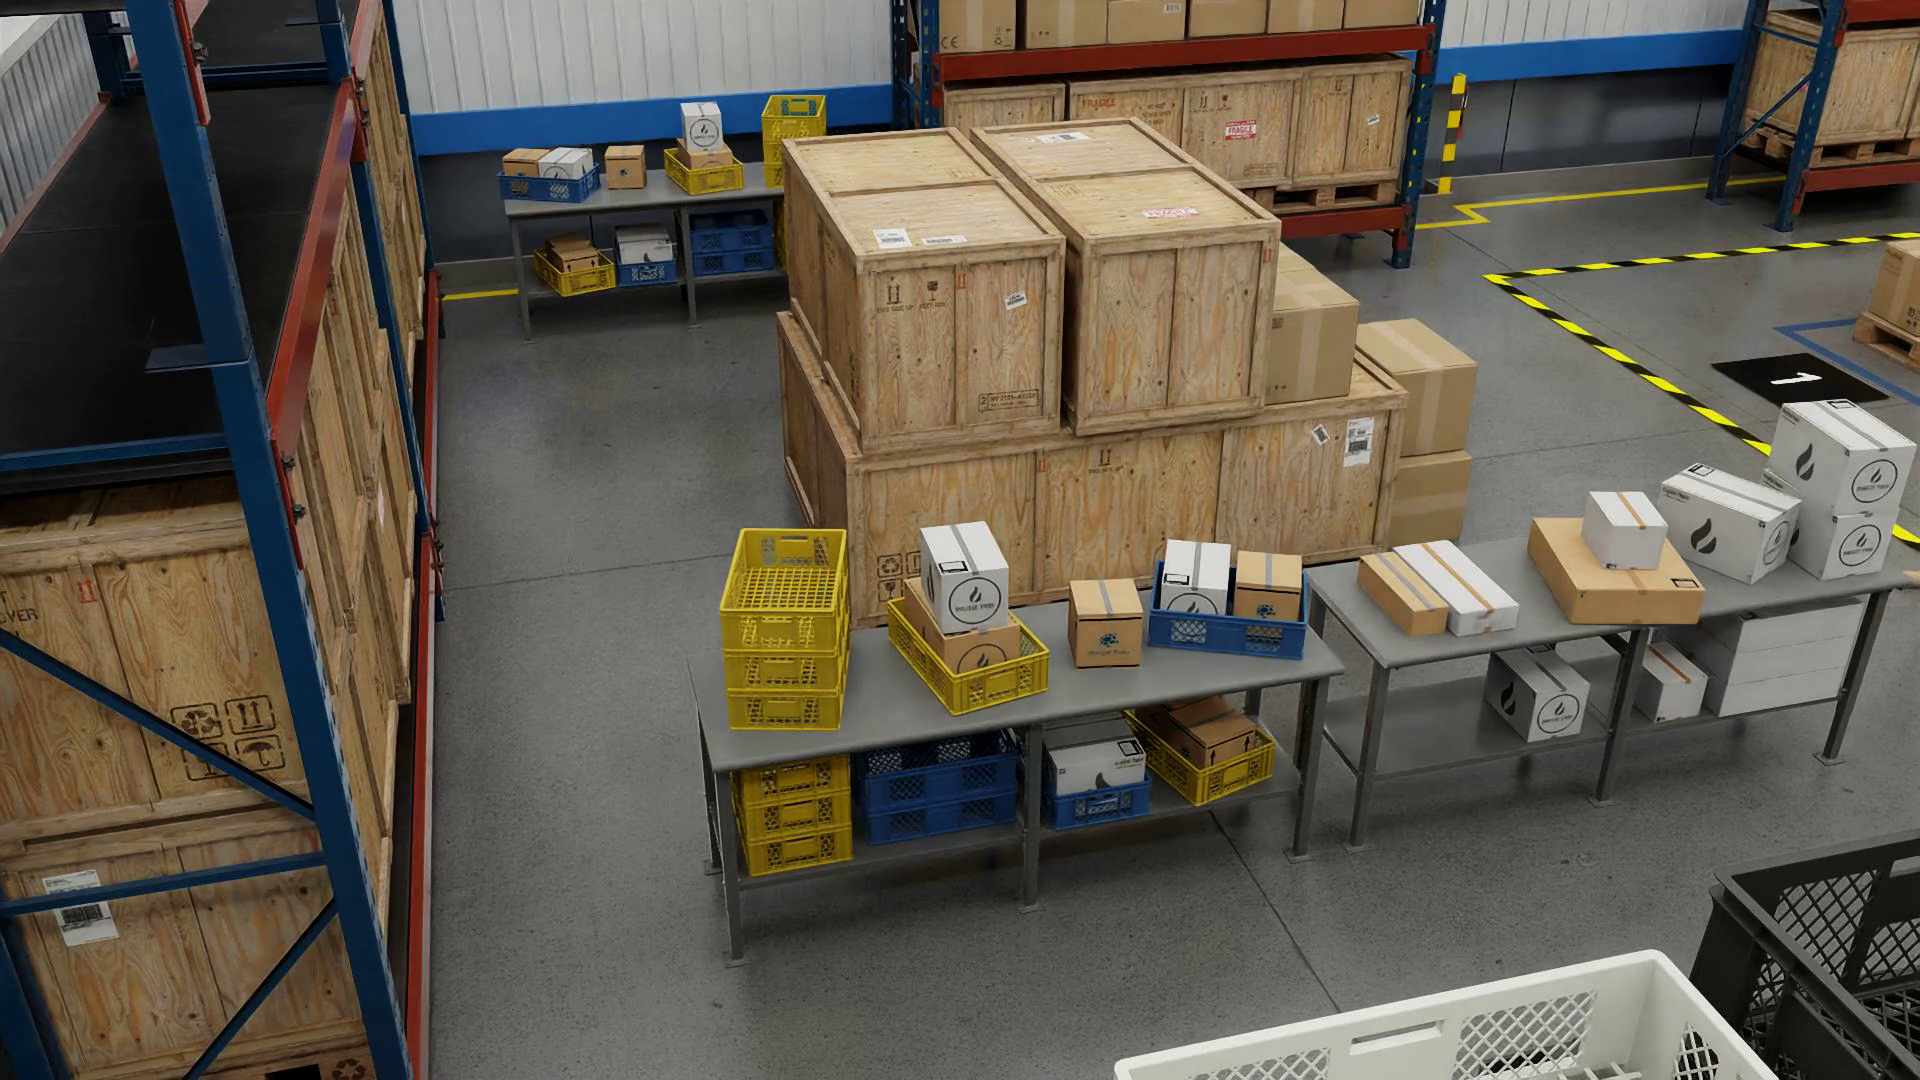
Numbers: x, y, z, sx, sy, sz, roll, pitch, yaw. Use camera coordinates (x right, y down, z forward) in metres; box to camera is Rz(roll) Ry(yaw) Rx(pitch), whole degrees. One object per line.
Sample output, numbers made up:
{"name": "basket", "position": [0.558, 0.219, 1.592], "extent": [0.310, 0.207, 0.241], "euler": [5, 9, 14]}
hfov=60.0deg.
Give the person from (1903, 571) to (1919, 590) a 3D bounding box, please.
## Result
{"name": "person", "position": [5.192, -0.548, 8.275], "extent": [0.393, 2.043, 0.607], "euler": [1, 29, 1]}
